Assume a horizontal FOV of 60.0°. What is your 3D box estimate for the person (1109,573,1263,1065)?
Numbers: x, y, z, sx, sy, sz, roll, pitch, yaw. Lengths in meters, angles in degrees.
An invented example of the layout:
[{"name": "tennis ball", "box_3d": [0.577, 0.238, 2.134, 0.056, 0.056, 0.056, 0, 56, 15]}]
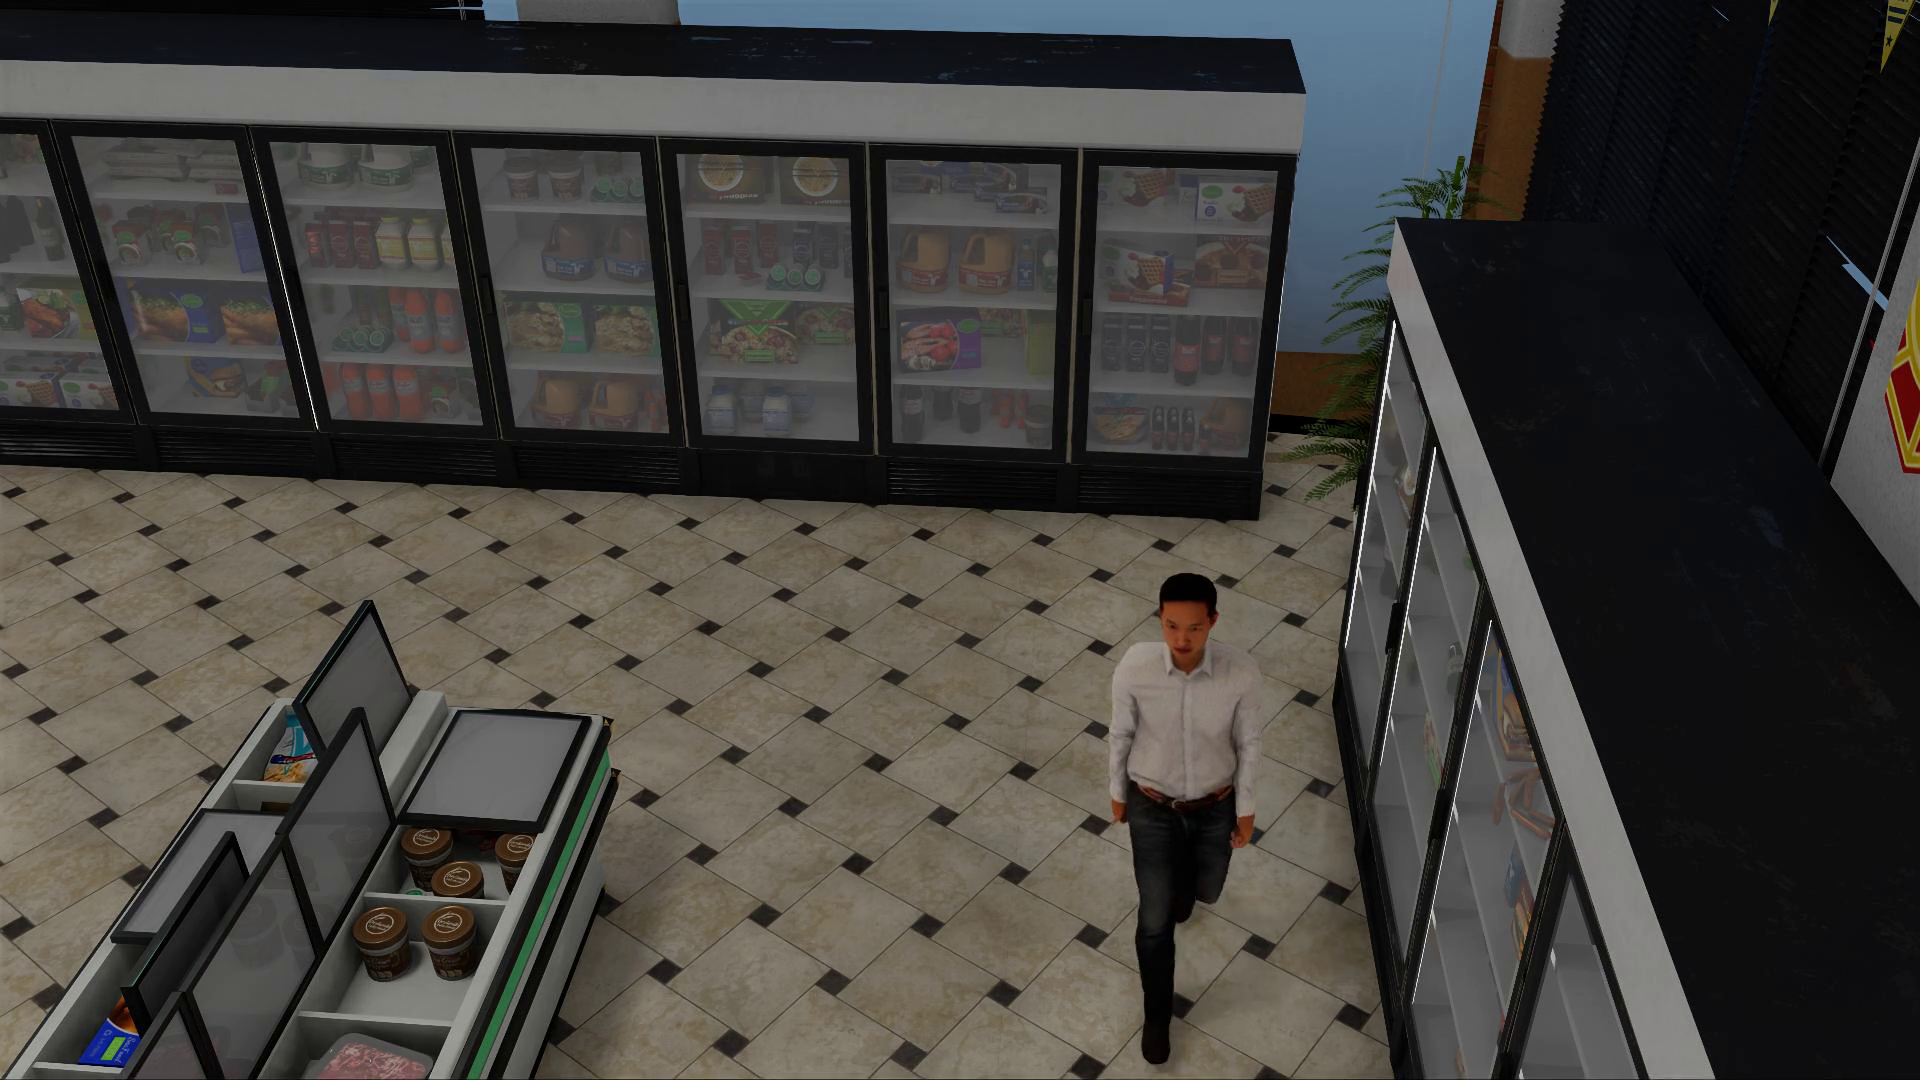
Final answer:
[{"name": "person", "box_3d": [0.762, 0.844, 5.623, 0.656, 1.790, 1.062, 3, 32, 4]}]
